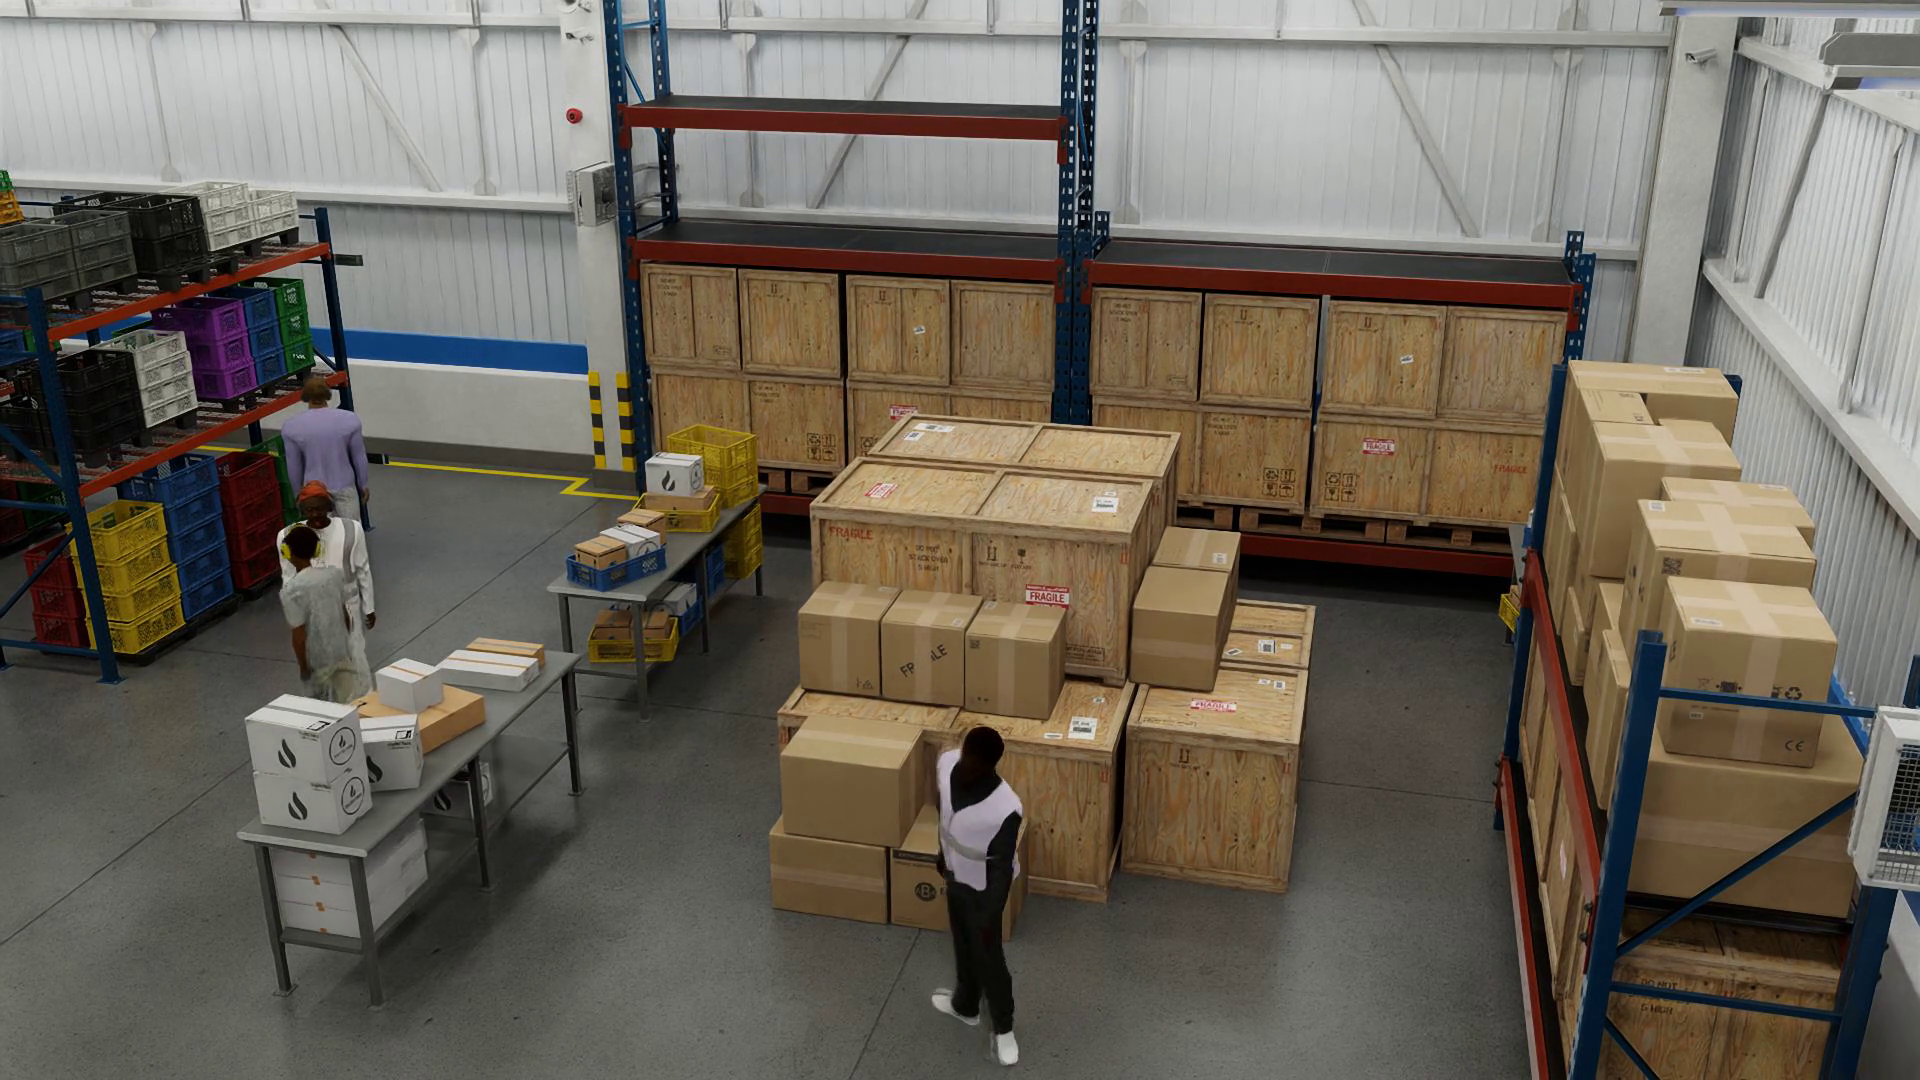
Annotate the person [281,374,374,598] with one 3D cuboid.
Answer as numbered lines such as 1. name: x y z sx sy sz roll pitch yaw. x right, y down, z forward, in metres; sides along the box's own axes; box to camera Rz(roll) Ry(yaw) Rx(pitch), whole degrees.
1. person: -5.225 -0.426 13.806 0.635 1.936 0.355 -10 23 -25

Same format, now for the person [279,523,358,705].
1. person: -4.143 0.793 10.786 0.955 1.815 0.545 13 25 31

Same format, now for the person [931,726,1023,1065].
1. person: 0.078 1.696 8.353 0.380 1.877 0.715 -13 24 -30

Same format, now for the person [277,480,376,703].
1. person: -4.360 0.477 11.533 0.579 1.875 0.342 -8 22 -20
